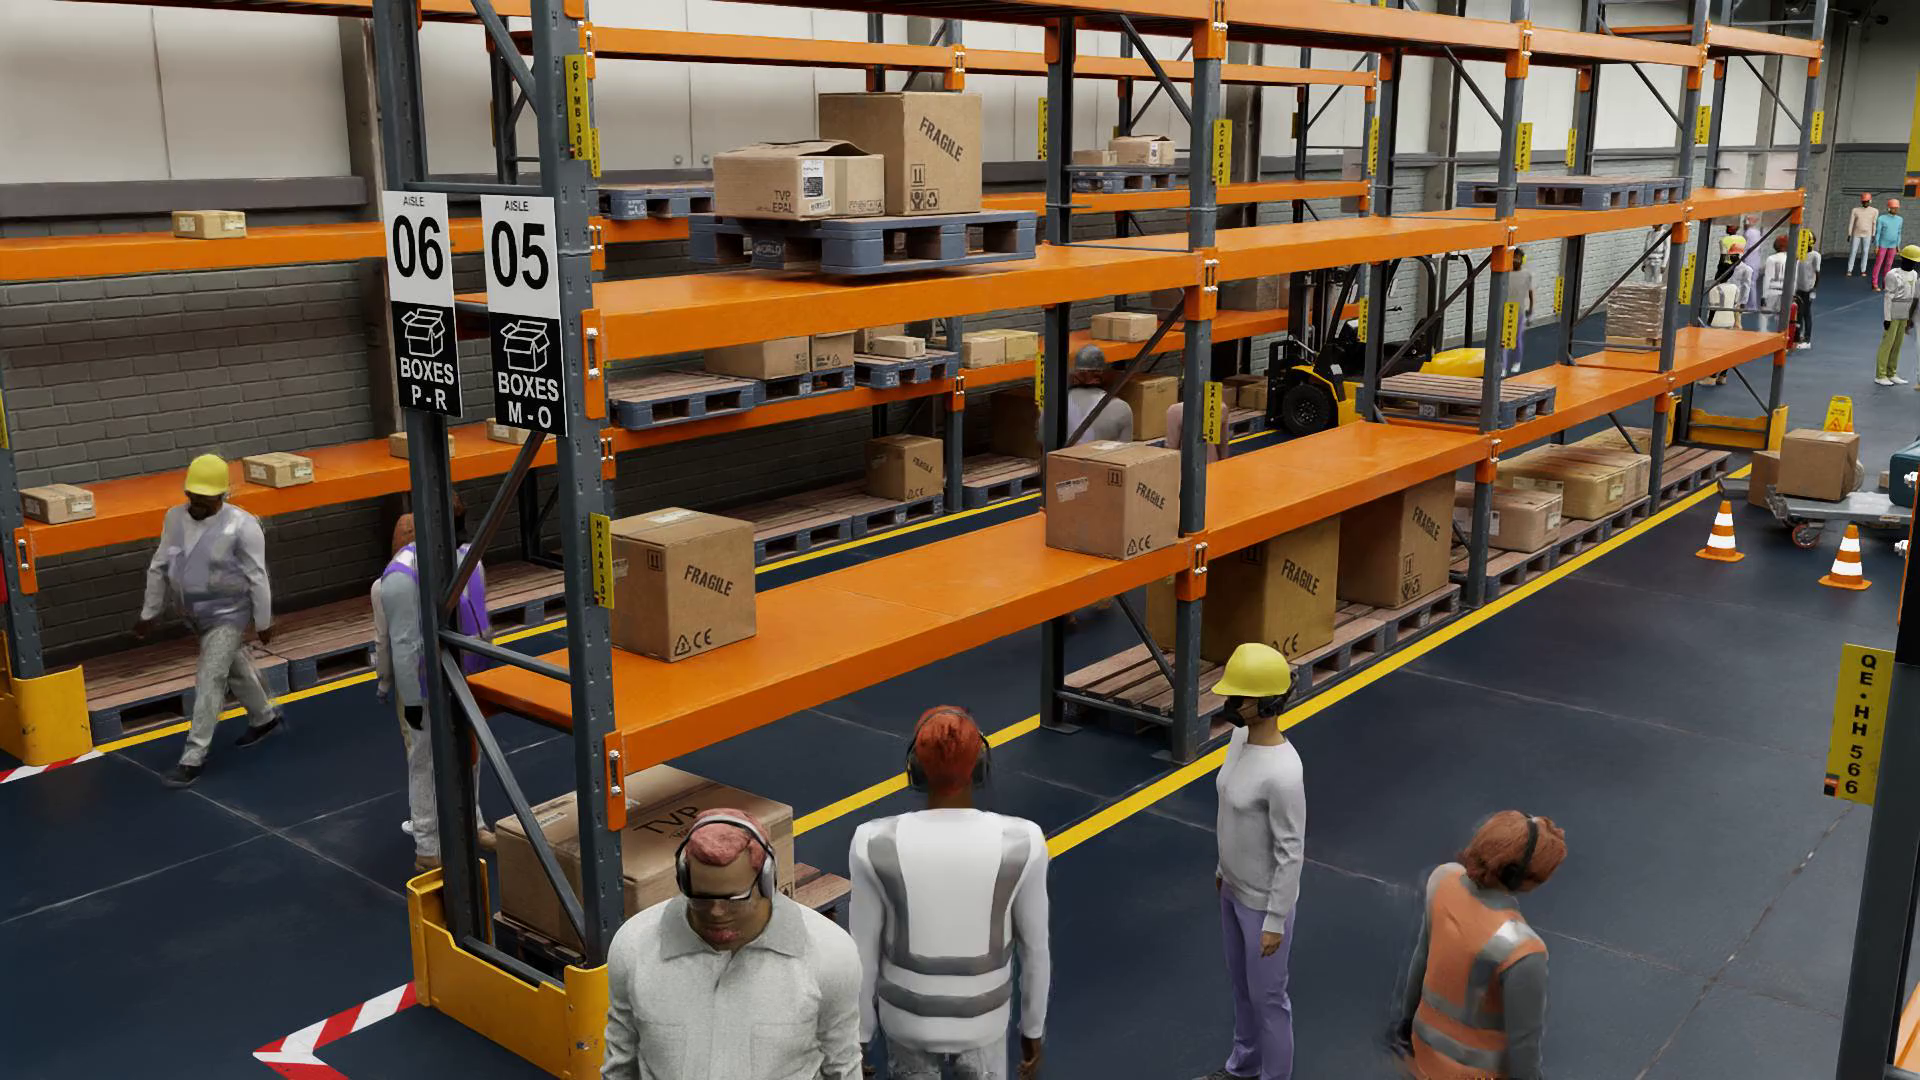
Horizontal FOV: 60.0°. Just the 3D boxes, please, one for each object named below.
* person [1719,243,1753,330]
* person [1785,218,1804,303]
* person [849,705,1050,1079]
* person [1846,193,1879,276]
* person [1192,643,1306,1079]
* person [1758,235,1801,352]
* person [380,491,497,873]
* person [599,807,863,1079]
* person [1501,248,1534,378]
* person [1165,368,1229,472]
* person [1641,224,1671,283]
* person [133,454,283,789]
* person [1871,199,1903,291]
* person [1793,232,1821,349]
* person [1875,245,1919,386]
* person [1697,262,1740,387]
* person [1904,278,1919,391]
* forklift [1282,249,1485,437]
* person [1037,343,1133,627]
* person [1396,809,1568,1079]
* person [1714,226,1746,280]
[{"bbox_3d":[11.985,-3.727,25.834,0.326,1.752,0.560,-6,15,-22],"label":"person"},{"bbox_3d":[15.506,-5.050,30.939,0.396,1.898,0.644,5,15,18],"label":"person"},{"bbox_3d":[-0.030,1.401,4.752,0.582,1.866,0.666,-1,14,-3],"label":"person"},{"bbox_3d":[21.828,-7.389,40.248,0.622,1.992,0.394,6,15,24],"label":"person"},{"bbox_3d":[0.996,1.206,5.726,0.311,1.768,0.533,-3,14,-11],"label":"person"},{"bbox_3d":[12.913,-3.864,26.185,0.595,1.863,0.795,-5,15,-18],"label":"person"},{"bbox_3d":[-2.408,0.660,7.820,0.431,1.836,0.645,5,15,20],"label":"person"},{"bbox_3d":[-0.553,1.548,4.059,0.638,1.902,0.407,0,14,0],"label":"person"},{"bbox_3d":[7.967,-3.275,23.860,0.536,1.830,0.959,7,16,27],"label":"person"},{"bbox_3d":[1.806,-0.511,12.744,0.530,1.760,0.364,-6,15,-22],"label":"person"},{"bbox_3d":[13.366,-5.314,32.029,0.351,1.882,0.582,-6,15,-23],"label":"person"},{"bbox_3d":[-4.064,0.390,9.045,0.651,1.776,0.936,6,15,23],"label":"person"},{"bbox_3d":[20.322,-6.457,36.449,0.612,1.997,0.375,-2,14,-8],"label":"person"},{"bbox_3d":[13.585,-4.010,26.759,0.312,1.864,0.532,-2,14,-8],"label":"person"},{"bbox_3d":[12.953,-3.095,22.924,0.585,1.918,0.379,-7,16,-28],"label":"person"},{"bbox_3d":[10.403,-2.947,22.780,0.536,1.697,0.318,-8,16,-31],"label":"person"},{"bbox_3d":[13.002,-2.893,22.318,0.464,1.818,0.500,-12,18,-40],"label":"person"},{"bbox_3d":[4.886,-2.214,18.767,2.313,2.155,1.214,11,18,38],"label":"forklift"},{"bbox_3d":[0.881,-0.414,11.753,0.683,2.000,0.989,4,14,14],"label":"person"},{"bbox_3d":[1.481,1.508,4.793,0.368,1.615,0.566,-4,14,-16],"label":"person"},{"bbox_3d":[14.170,-4.950,30.620,0.565,1.848,0.390,-6,15,-23],"label":"person"}]
